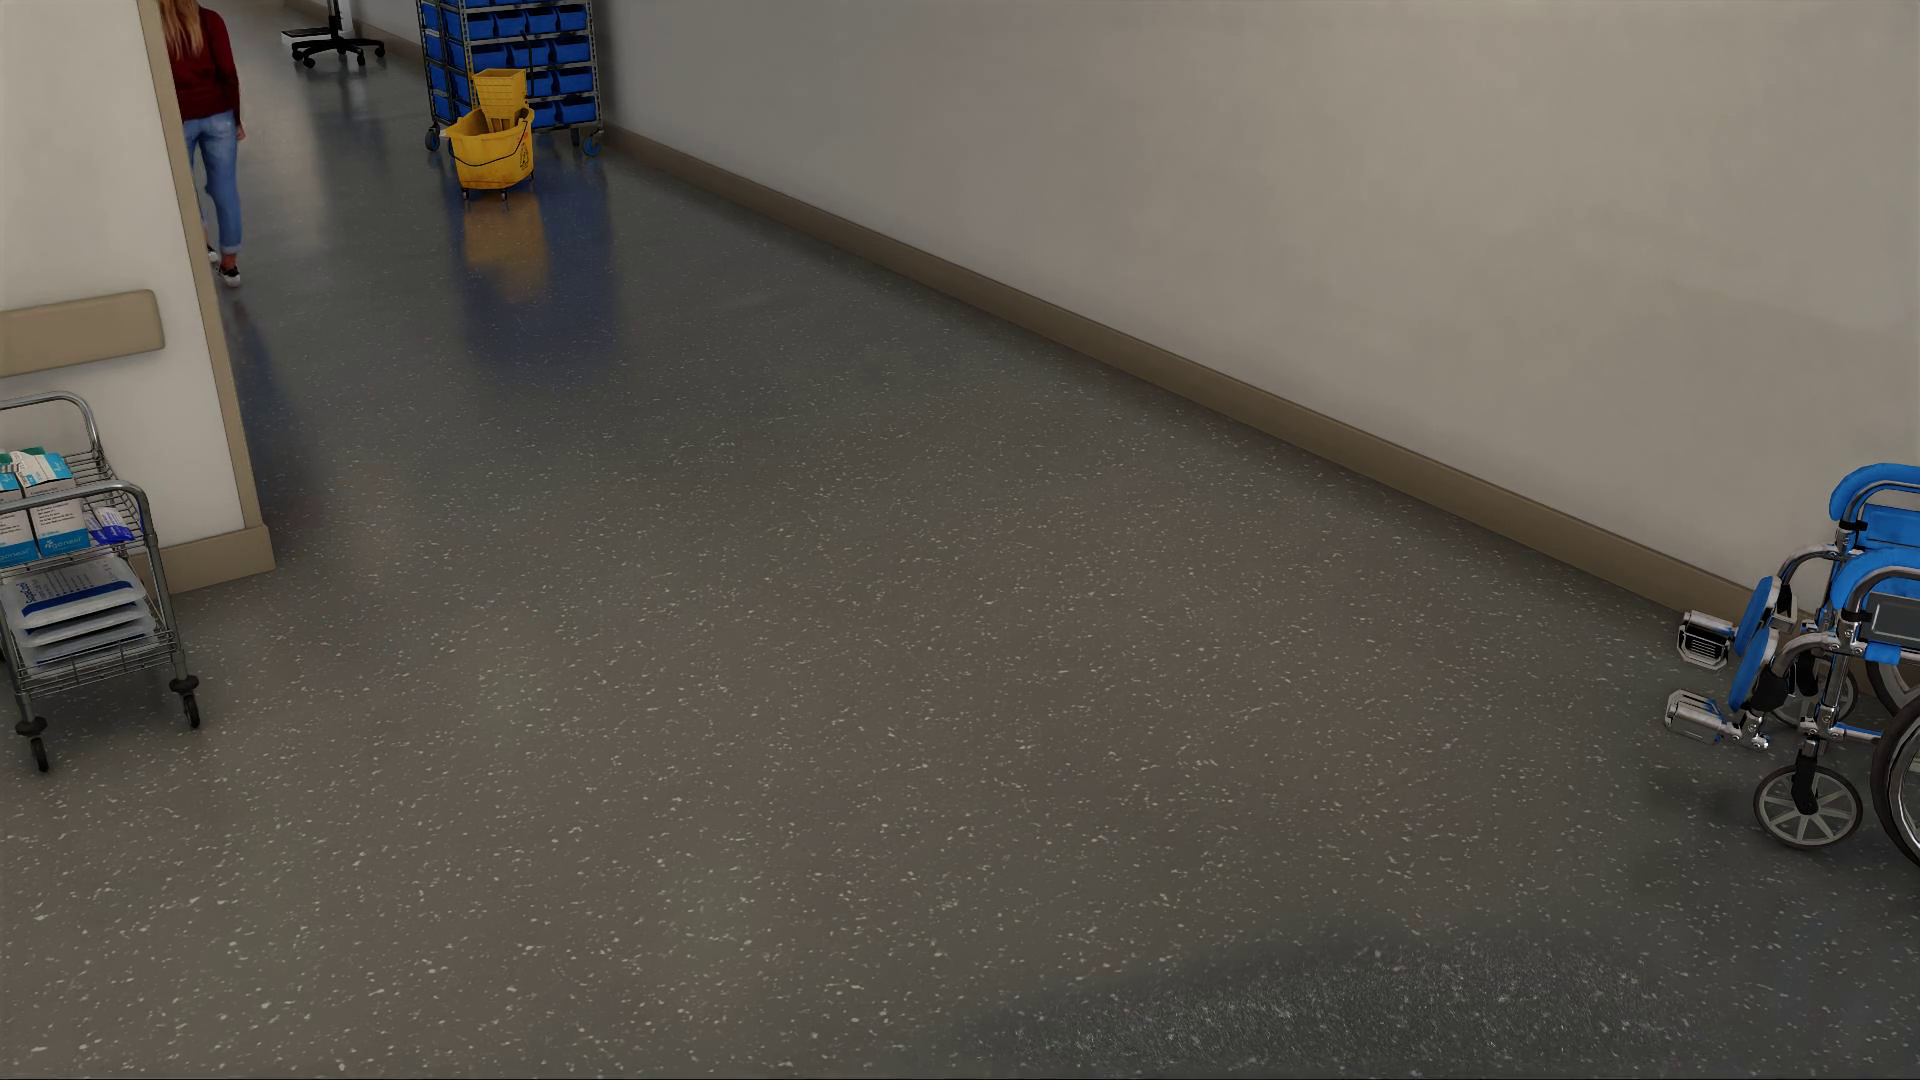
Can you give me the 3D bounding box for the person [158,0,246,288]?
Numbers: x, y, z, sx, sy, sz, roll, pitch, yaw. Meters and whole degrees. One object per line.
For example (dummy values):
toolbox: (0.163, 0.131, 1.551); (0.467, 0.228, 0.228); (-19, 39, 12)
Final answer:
person: (-3.659, -1.991, 7.997); (0.609, 1.621, 0.671); (-16, 30, -30)
